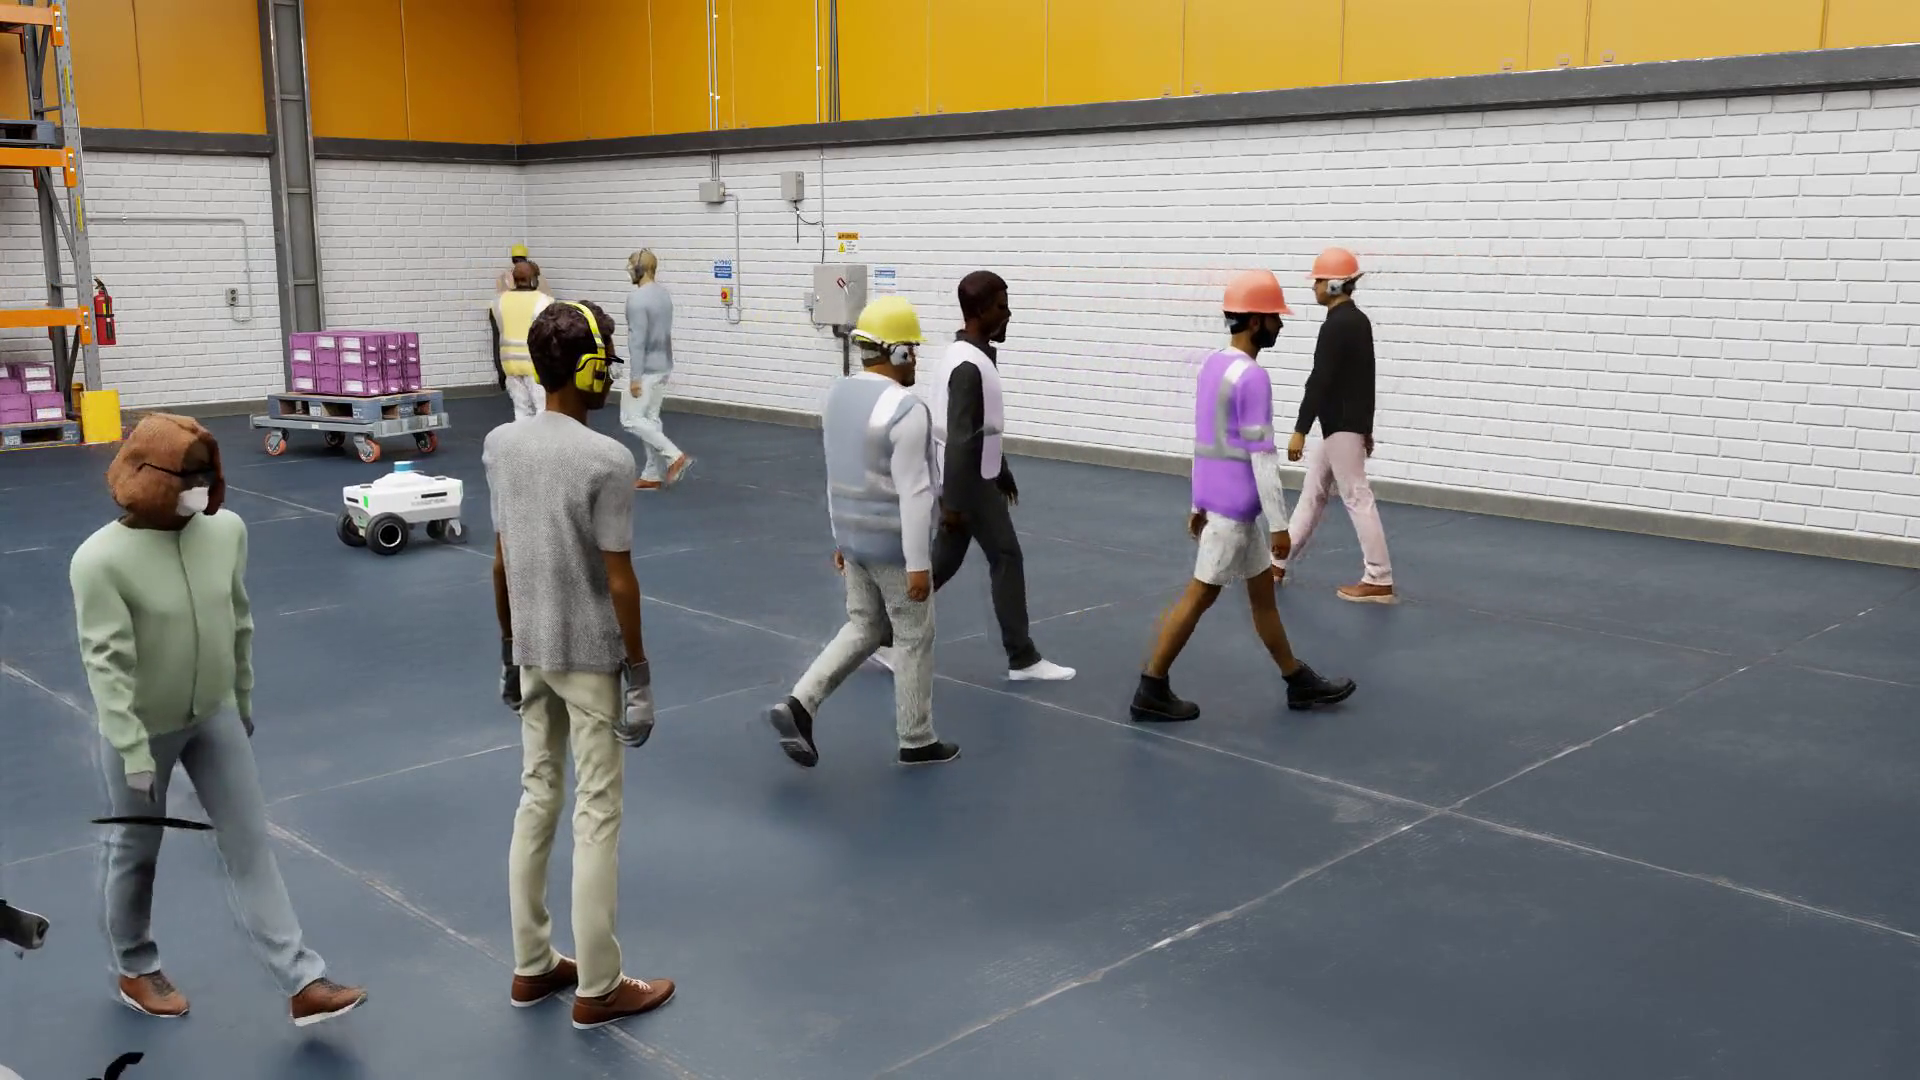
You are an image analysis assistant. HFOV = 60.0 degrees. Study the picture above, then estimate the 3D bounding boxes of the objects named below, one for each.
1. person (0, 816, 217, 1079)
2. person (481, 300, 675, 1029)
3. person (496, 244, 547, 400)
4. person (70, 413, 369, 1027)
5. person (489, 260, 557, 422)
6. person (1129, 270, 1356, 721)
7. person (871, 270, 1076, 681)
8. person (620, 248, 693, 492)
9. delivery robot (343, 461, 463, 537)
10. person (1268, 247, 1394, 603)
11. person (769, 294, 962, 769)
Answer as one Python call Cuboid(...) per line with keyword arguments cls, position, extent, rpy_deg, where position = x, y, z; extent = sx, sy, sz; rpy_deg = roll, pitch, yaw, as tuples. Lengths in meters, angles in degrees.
Cuboid(cls="person", position=(-0.543, 0.933, 1.024), extent=(0.404, 1.830, 0.602), rpy_deg=(-6, 12, -30))
Cuboid(cls="person", position=(-0.991, 0.325, 4.276), extent=(0.513, 1.861, 0.316), rpy_deg=(6, 12, 31))
Cuboid(cls="person", position=(-5.338, -2.653, 20.348), extent=(0.608, 1.917, 0.462), rpy_deg=(-2, 11, -9))
Cuboid(cls="person", position=(-1.881, 0.480, 4.127), extent=(0.842, 1.589, 0.507), rpy_deg=(6, 12, 30))
Cuboid(cls="person", position=(-3.616, -1.419, 13.895), extent=(0.627, 1.826, 0.619), rpy_deg=(2, 11, 12))
Cuboid(cls="person", position=(1.170, -0.166, 6.880), extent=(1.015, 1.882, 0.565), rpy_deg=(-1, 10, -8))
Cuboid(cls="person", position=(0.000, -0.276, 7.516), extent=(0.975, 1.882, 0.609), rpy_deg=(0, 10, -1))
Cuboid(cls="person", position=(-2.397, -1.308, 13.001), extent=(0.513, 1.919, 0.644), rpy_deg=(2, 11, 12))
Cuboid(cls="delivery robot", position=(-3.606, -0.267, 10.801), extent=(0.707, 0.478, 0.477), rpy_deg=(-10, 14, -44))
Cuboid(cls="person", position=(2.001, -0.640, 9.278), extent=(1.016, 1.941, 0.644), rpy_deg=(5, 11, 24))
Cuboid(cls="person", position=(-0.340, 0.002, 6.173), extent=(0.698, 1.814, 0.600), rpy_deg=(-8, 13, -37))
